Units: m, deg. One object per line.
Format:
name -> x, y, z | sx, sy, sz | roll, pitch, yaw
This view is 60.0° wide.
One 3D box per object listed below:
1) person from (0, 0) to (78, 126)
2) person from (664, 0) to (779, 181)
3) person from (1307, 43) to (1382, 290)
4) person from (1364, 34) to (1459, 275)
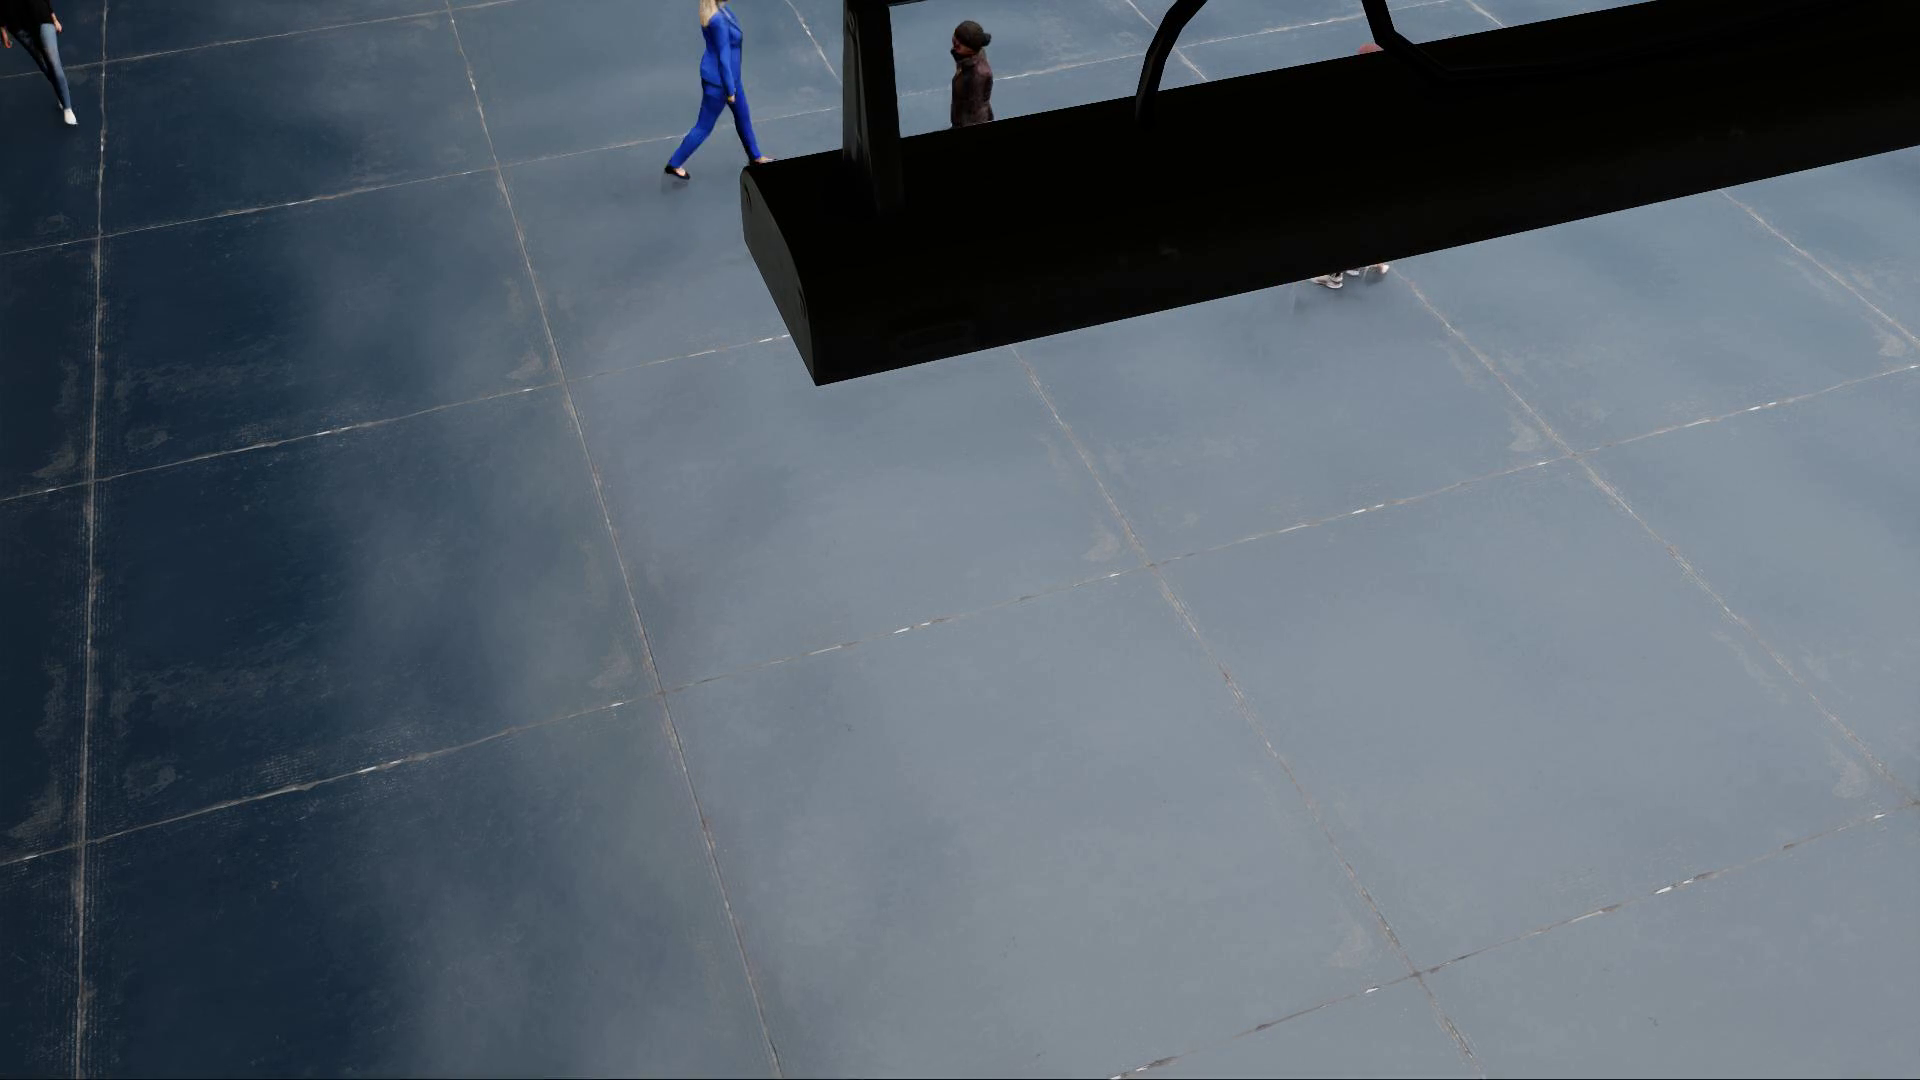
person -> -7.543, -4.219, 13.488 | 0.589, 1.613, 0.967 | -15, 45, -16
person -> -1.936, -3.472, 12.655 | 0.842, 1.658, 1.138 | -10, 44, -11
person -> 2.761, -2.608, 11.606 | 0.717, 1.827, 0.666 | -29, 50, -27
person -> 3.207, -2.636, 11.690 | 0.984, 1.752, 1.151 | -32, 51, -29
